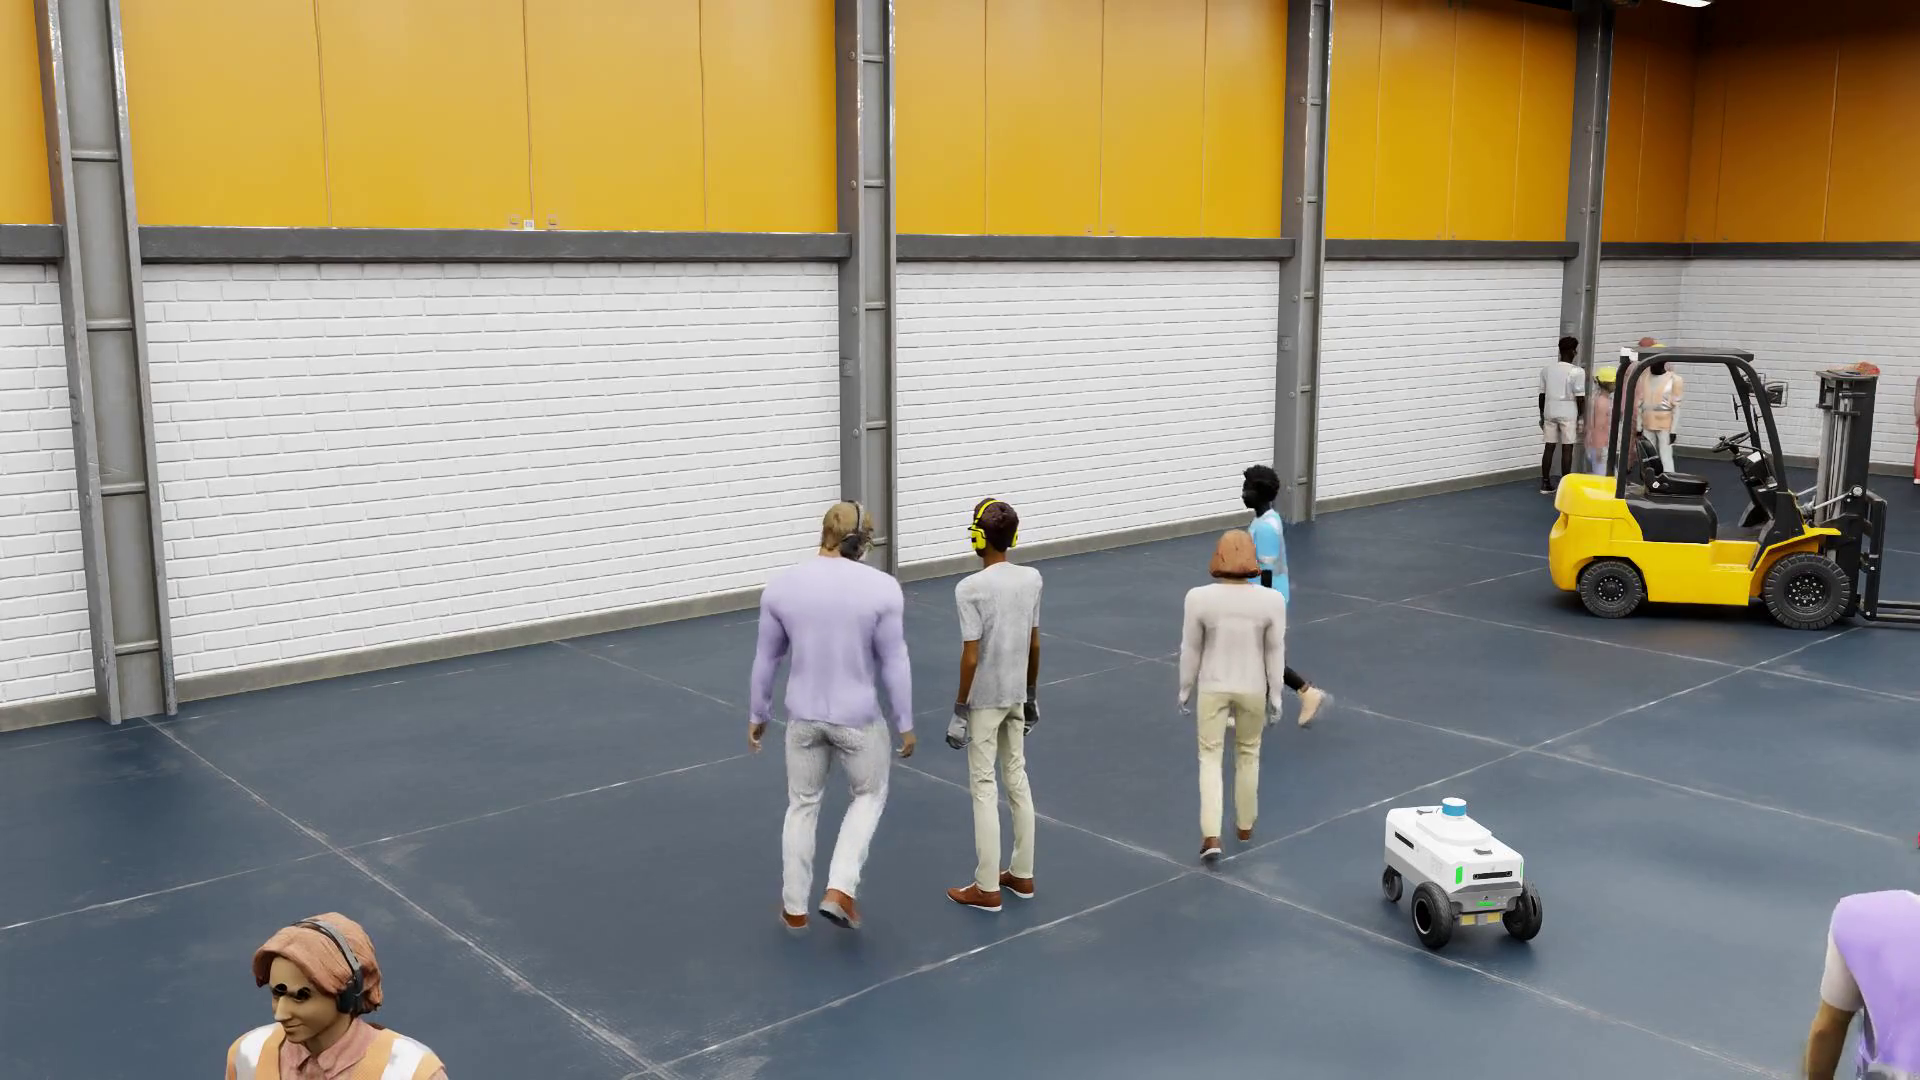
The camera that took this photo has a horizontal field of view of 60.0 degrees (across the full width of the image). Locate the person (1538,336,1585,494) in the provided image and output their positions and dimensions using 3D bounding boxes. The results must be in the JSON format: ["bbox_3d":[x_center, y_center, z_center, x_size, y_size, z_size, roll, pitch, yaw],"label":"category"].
[{"bbox_3d":[7.426,-1.530,20.514,0.362,1.963,0.613,-8,12,-38],"label":"person"}]

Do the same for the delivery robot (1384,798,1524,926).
[{"bbox_3d":[2.165,1.380,7.327,0.477,0.478,0.707,-2,10,-12],"label":"delivery robot"}]

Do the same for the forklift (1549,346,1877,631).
[{"bbox_3d":[6.109,-0.478,13.691,2.313,2.155,1.214,3,10,16],"label":"forklift"}]

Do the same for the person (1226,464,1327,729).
[{"bbox_3d":[1.930,0.372,10.202,0.558,1.679,0.539,2,10,9],"label":"person"}]

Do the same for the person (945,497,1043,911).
[{"bbox_3d":[0.148,0.738,7.517,0.535,1.869,0.314,-9,13,-42],"label":"person"}]

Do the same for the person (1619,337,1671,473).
[{"bbox_3d":[9.133,-1.774,22.258,0.660,1.859,0.941,3,10,19],"label":"person"}]

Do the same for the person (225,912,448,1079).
[{"bbox_3d":[-1.267,1.551,3.435,0.523,1.638,0.311,2,10,12],"label":"person"}]

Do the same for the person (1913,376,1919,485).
[{"bbox_3d":[12.488,-1.562,21.285,0.318,1.769,0.522,-6,12,-33],"label":"person"}]

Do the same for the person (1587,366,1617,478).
[{"bbox_3d":[6.967,-1.007,18.058,0.404,1.759,0.537,4,11,24],"label":"person"}]

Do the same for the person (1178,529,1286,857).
[{"bbox_3d":[1.337,0.756,8.203,0.511,1.643,0.519,1,10,6],"label":"person"}]

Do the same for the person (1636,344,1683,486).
[{"bbox_3d":[8.215,-1.350,19.622,0.413,1.918,0.582,-6,11,-30],"label":"person"}]

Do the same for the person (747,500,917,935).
[{"bbox_3d":[-0.568,0.784,7.166,0.769,1.903,0.496,3,10,14],"label":"person"}]

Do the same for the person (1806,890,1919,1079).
[{"bbox_3d":[2.231,1.419,3.786,0.589,1.788,1.005,6,11,31],"label":"person"}]

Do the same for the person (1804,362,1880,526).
[{"bbox_3d":[9.119,-0.914,17.237,0.662,1.852,0.538,-9,13,-42],"label":"person"}]
